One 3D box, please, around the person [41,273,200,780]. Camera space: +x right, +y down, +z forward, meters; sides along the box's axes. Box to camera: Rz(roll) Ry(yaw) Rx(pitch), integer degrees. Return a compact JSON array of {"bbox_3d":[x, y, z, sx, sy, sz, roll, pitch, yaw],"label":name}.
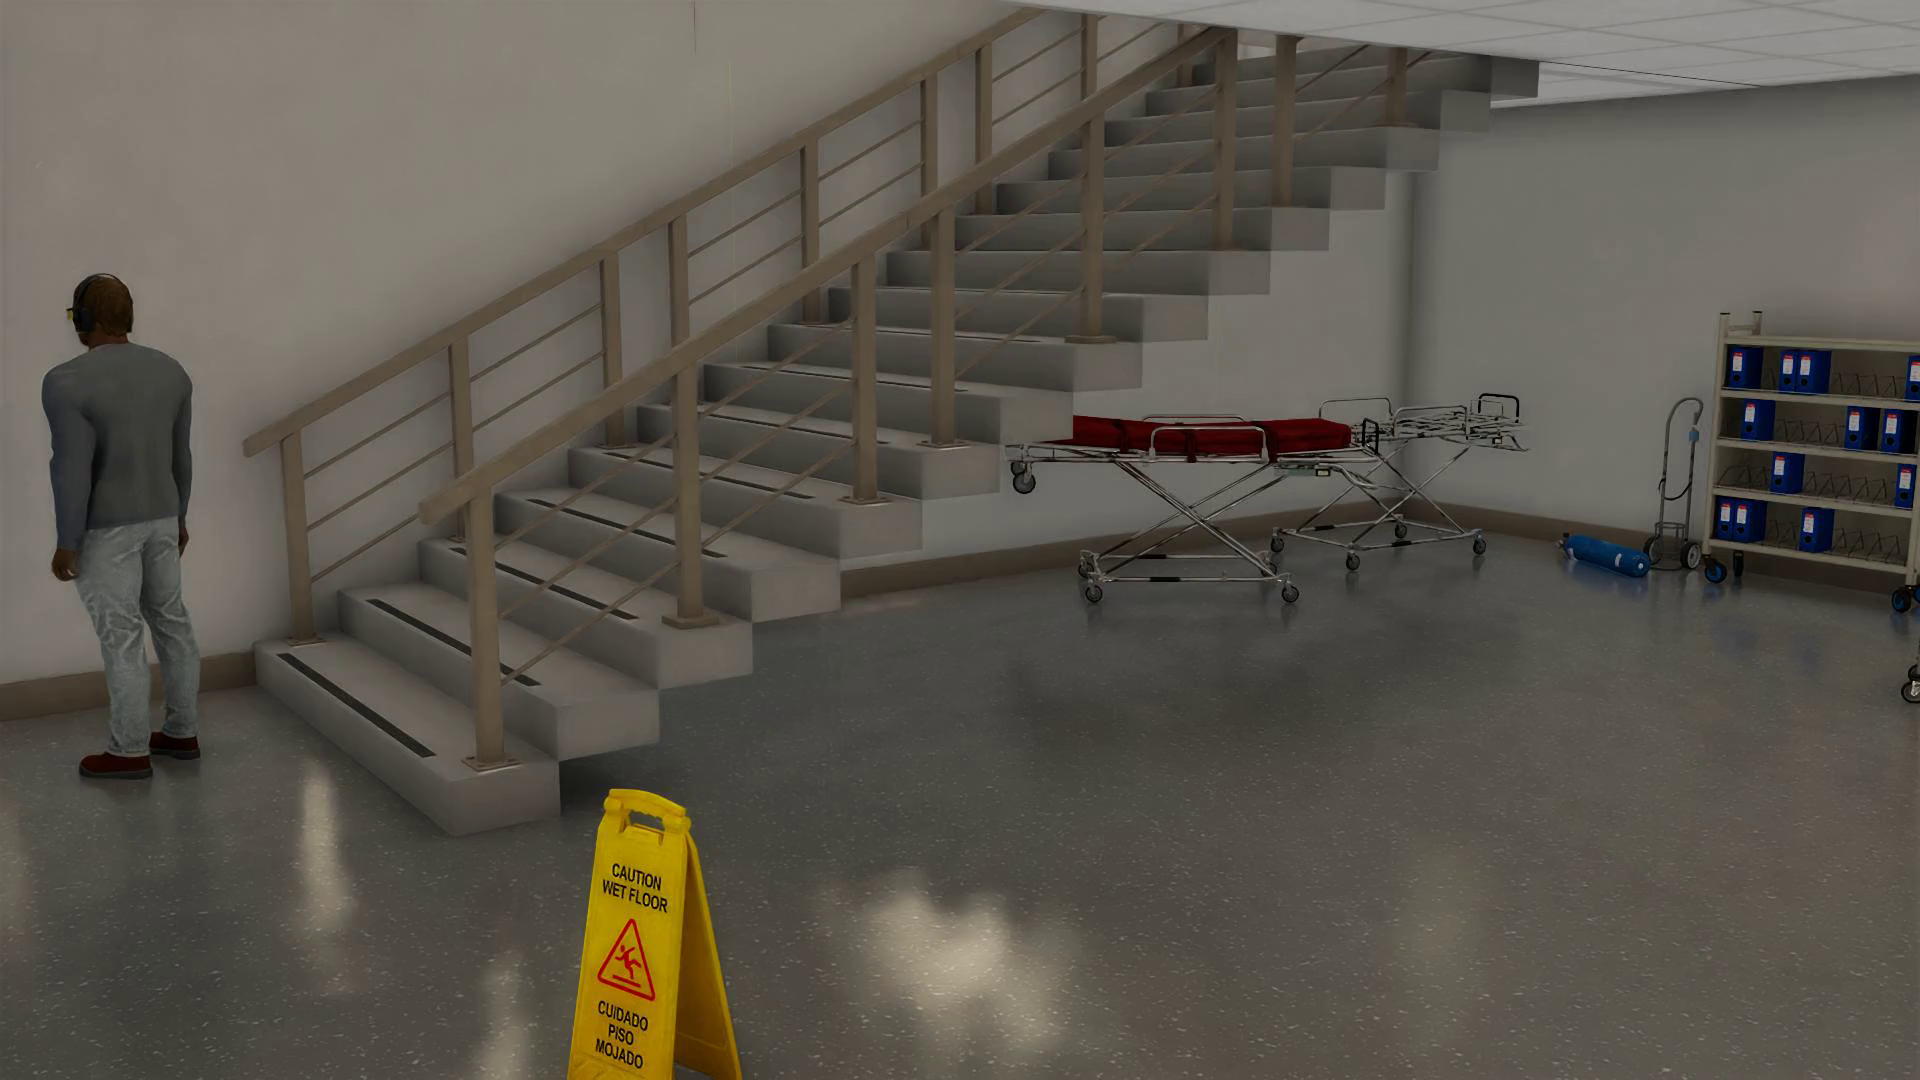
[{"bbox_3d":[-3.222,-0.046,6.406,0.373,1.940,0.628,4,10,20],"label":"person"}]
